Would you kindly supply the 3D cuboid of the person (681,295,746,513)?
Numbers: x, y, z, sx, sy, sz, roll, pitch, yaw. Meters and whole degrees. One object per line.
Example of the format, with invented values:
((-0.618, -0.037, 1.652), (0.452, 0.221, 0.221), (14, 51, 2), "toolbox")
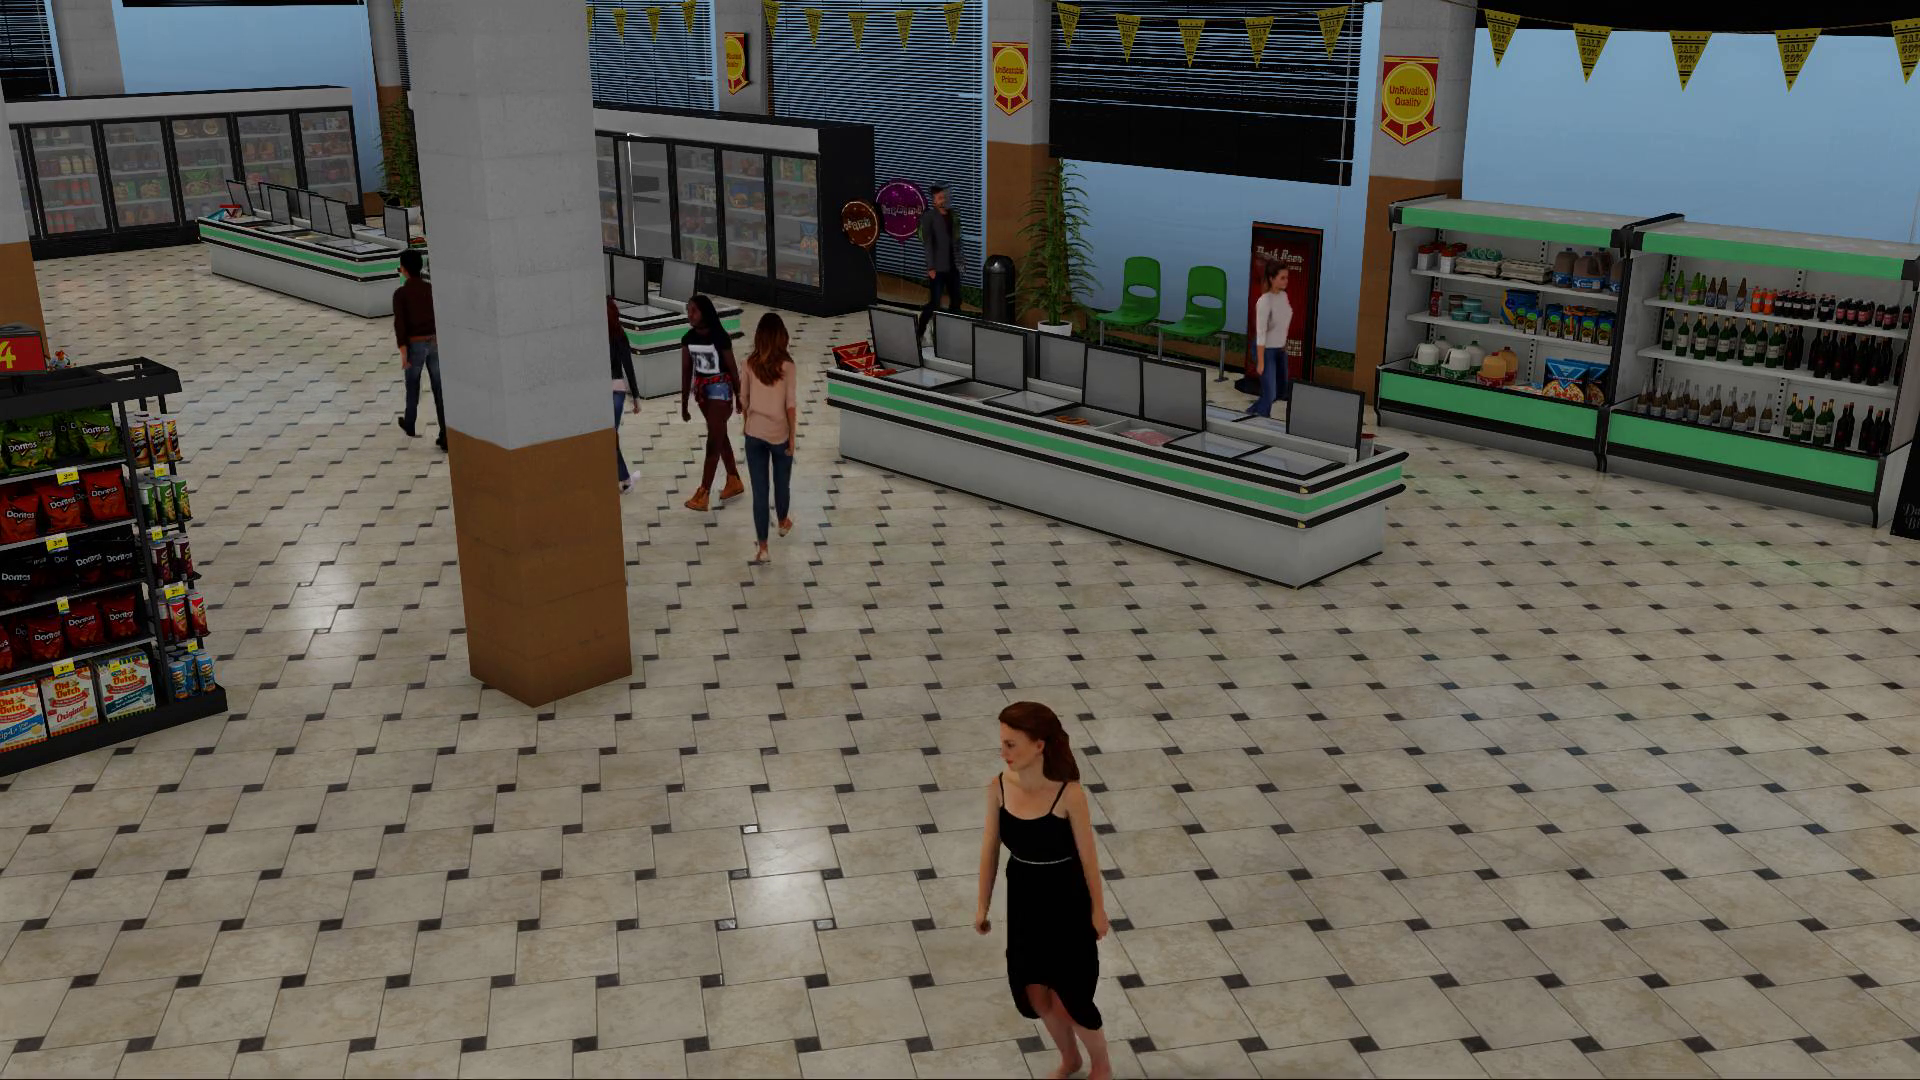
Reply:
((-1.890, -1.104, 13.180), (1.045, 1.684, 0.849), (10, 21, 27), "person")

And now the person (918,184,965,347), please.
((-0.228, -3.090, 18.800), (0.747, 1.856, 0.713), (13, 22, 33), "person")

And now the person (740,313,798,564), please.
((-1.375, -0.679, 11.847), (1.155, 1.731, 1.158), (1, 19, 3), "person")

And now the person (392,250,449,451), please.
((-4.690, -1.646, 14.706), (0.734, 1.737, 1.090), (-14, 23, -35), "person")

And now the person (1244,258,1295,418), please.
((2.692, -1.650, 14.759), (0.766, 1.711, 0.676), (13, 22, 33), "person")

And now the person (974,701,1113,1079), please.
((0.370, 1.335, 6.095), (0.614, 1.590, 0.742), (7, 20, 20), "person")
